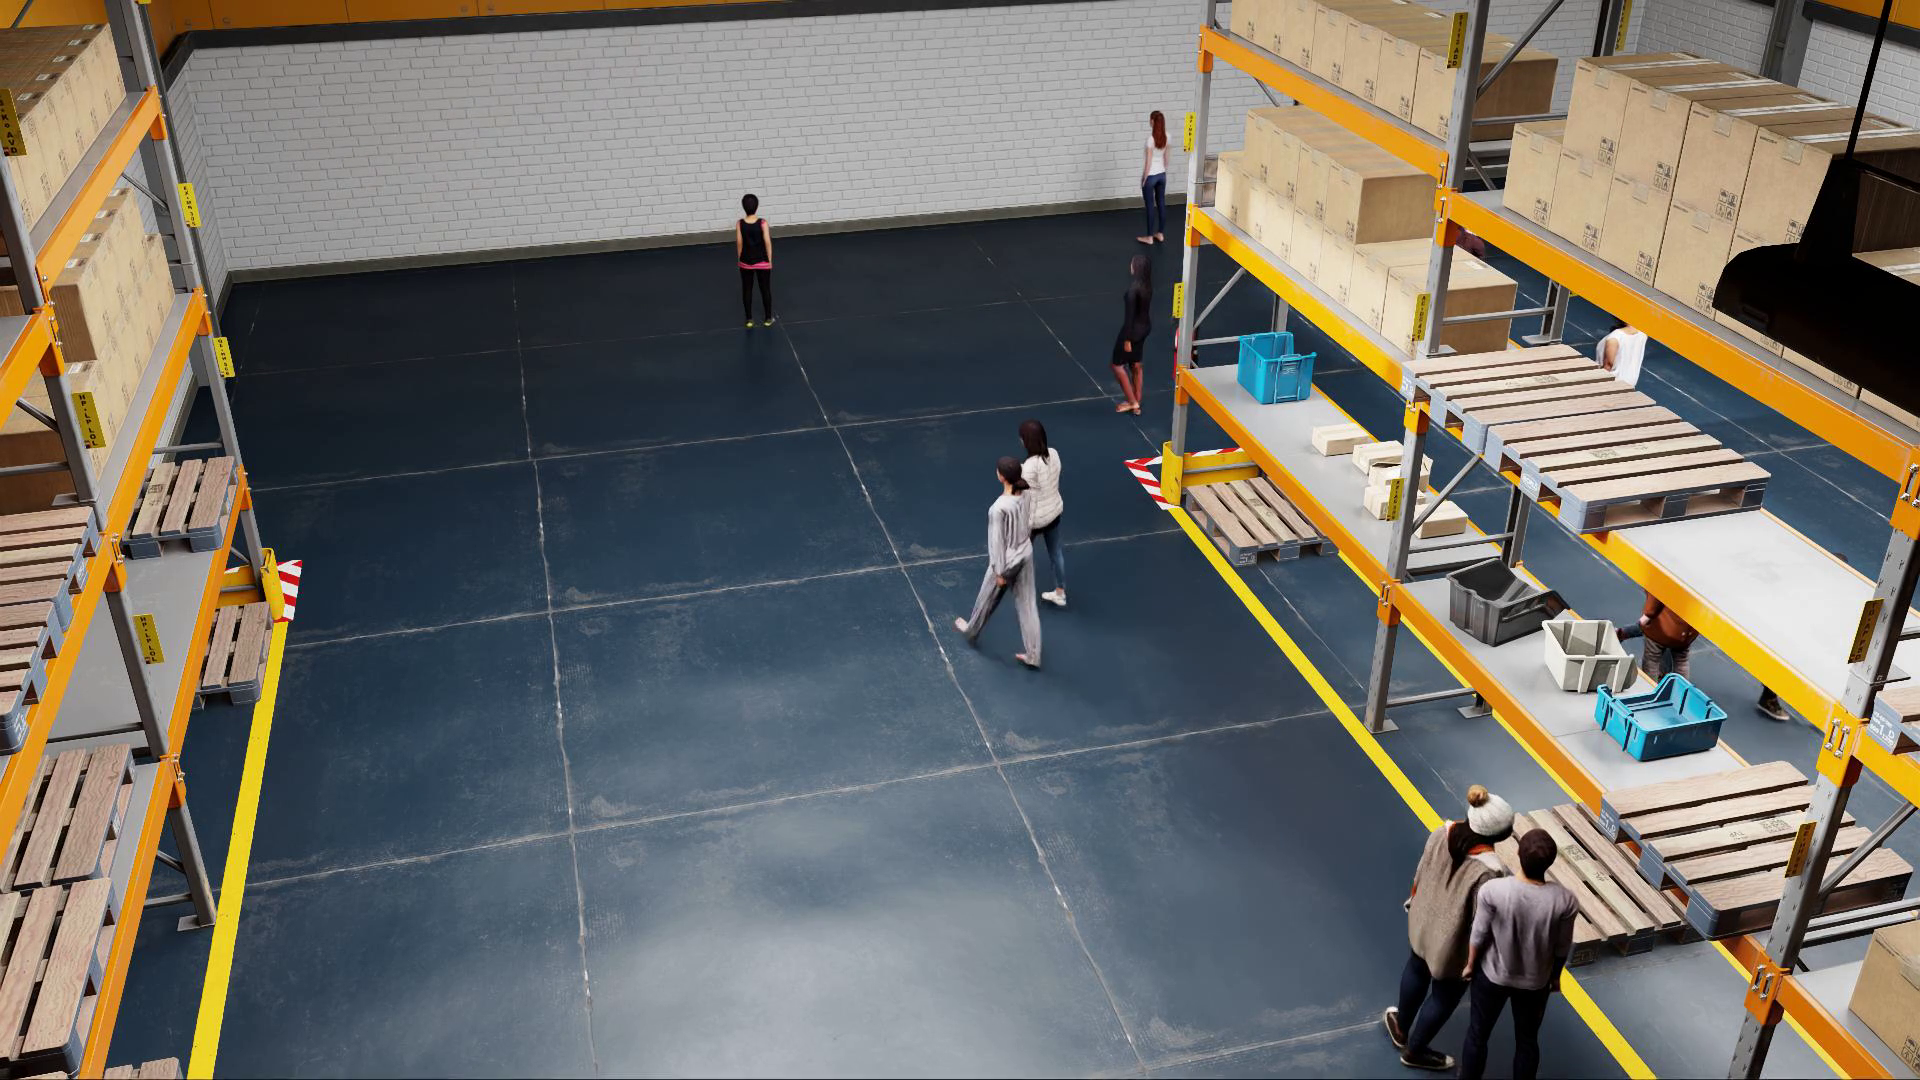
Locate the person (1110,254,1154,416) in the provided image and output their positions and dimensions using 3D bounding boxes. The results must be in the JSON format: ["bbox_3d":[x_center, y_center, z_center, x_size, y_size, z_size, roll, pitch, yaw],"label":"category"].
[{"bbox_3d":[1.845,-2.060,16.895,0.789,1.715,0.725,15,32,25],"label":"person"}]

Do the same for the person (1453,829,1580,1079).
[{"bbox_3d":[2.927,2.289,8.789,0.737,1.843,0.725,7,29,13],"label":"person"}]

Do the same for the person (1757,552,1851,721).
[{"bbox_3d":[6.125,0.707,12.114,0.748,1.436,0.978,-18,33,-30],"label":"person"}]

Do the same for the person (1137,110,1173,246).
[{"bbox_3d":[2.565,-4.757,21.815,0.627,1.739,0.628,-18,34,-30],"label":"person"}]

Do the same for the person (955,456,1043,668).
[{"bbox_3d":[0.472,0.197,12.740,0.926,1.730,1.148,-25,37,-37],"label":"person"}]

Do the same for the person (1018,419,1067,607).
[{"bbox_3d":[0.724,-0.189,13.591,1.127,1.594,1.002,22,36,35],"label":"person"}]

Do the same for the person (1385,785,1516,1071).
[{"bbox_3d":[2.649,2.101,9.090,0.884,1.884,0.655,-16,32,-27],"label":"person"}]

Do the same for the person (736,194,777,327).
[{"bbox_3d":[-2.380,-3.239,19.225,0.597,1.552,0.581,0,29,1],"label":"person"}]
